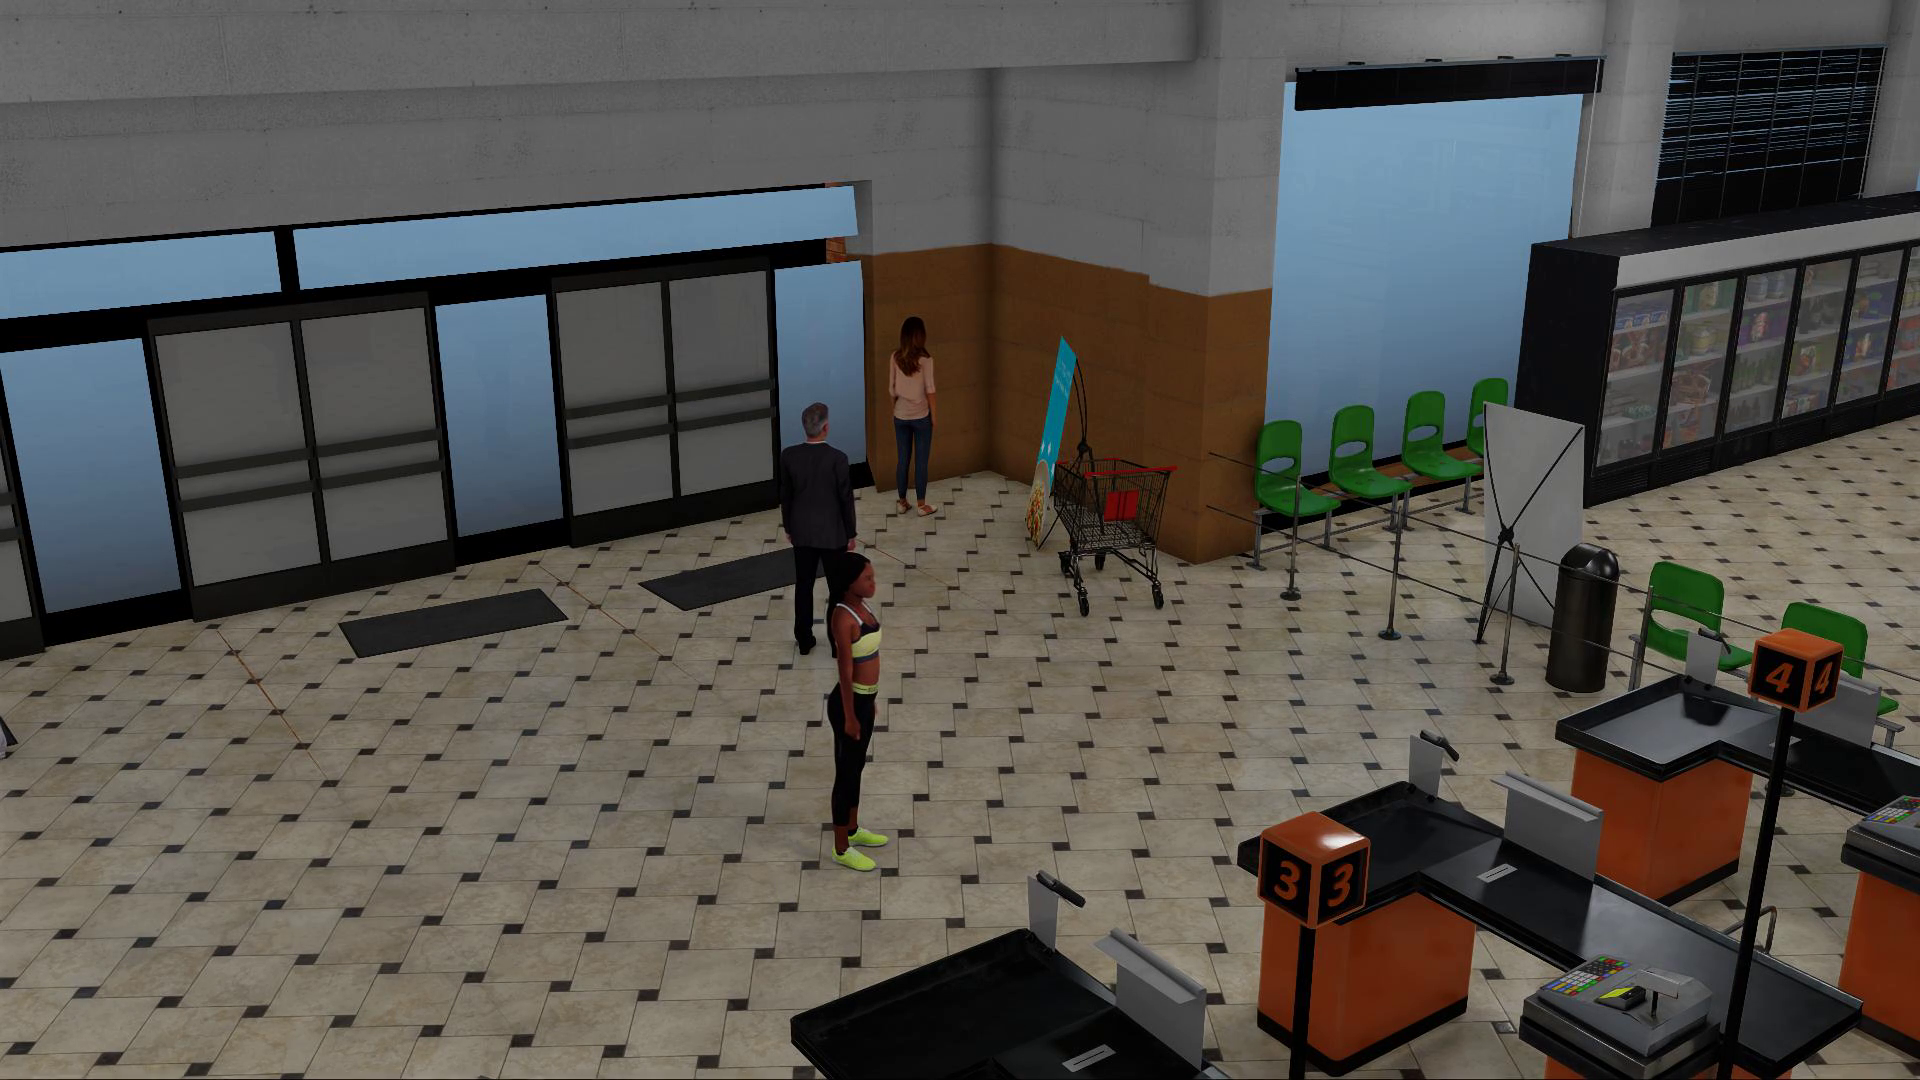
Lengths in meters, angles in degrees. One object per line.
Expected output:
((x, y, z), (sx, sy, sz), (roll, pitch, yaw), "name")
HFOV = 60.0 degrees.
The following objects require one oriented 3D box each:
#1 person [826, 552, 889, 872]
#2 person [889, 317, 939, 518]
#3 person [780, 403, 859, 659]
((-0.583, 0.898, 8.932), (0.693, 1.755, 0.640), (4, 19, 12), "person")
((-0.422, -1.100, 14.801), (0.621, 1.792, 0.733), (8, 20, 23), "person")
((-0.982, -0.072, 11.673), (0.773, 1.841, 0.862), (5, 19, 16), "person")
